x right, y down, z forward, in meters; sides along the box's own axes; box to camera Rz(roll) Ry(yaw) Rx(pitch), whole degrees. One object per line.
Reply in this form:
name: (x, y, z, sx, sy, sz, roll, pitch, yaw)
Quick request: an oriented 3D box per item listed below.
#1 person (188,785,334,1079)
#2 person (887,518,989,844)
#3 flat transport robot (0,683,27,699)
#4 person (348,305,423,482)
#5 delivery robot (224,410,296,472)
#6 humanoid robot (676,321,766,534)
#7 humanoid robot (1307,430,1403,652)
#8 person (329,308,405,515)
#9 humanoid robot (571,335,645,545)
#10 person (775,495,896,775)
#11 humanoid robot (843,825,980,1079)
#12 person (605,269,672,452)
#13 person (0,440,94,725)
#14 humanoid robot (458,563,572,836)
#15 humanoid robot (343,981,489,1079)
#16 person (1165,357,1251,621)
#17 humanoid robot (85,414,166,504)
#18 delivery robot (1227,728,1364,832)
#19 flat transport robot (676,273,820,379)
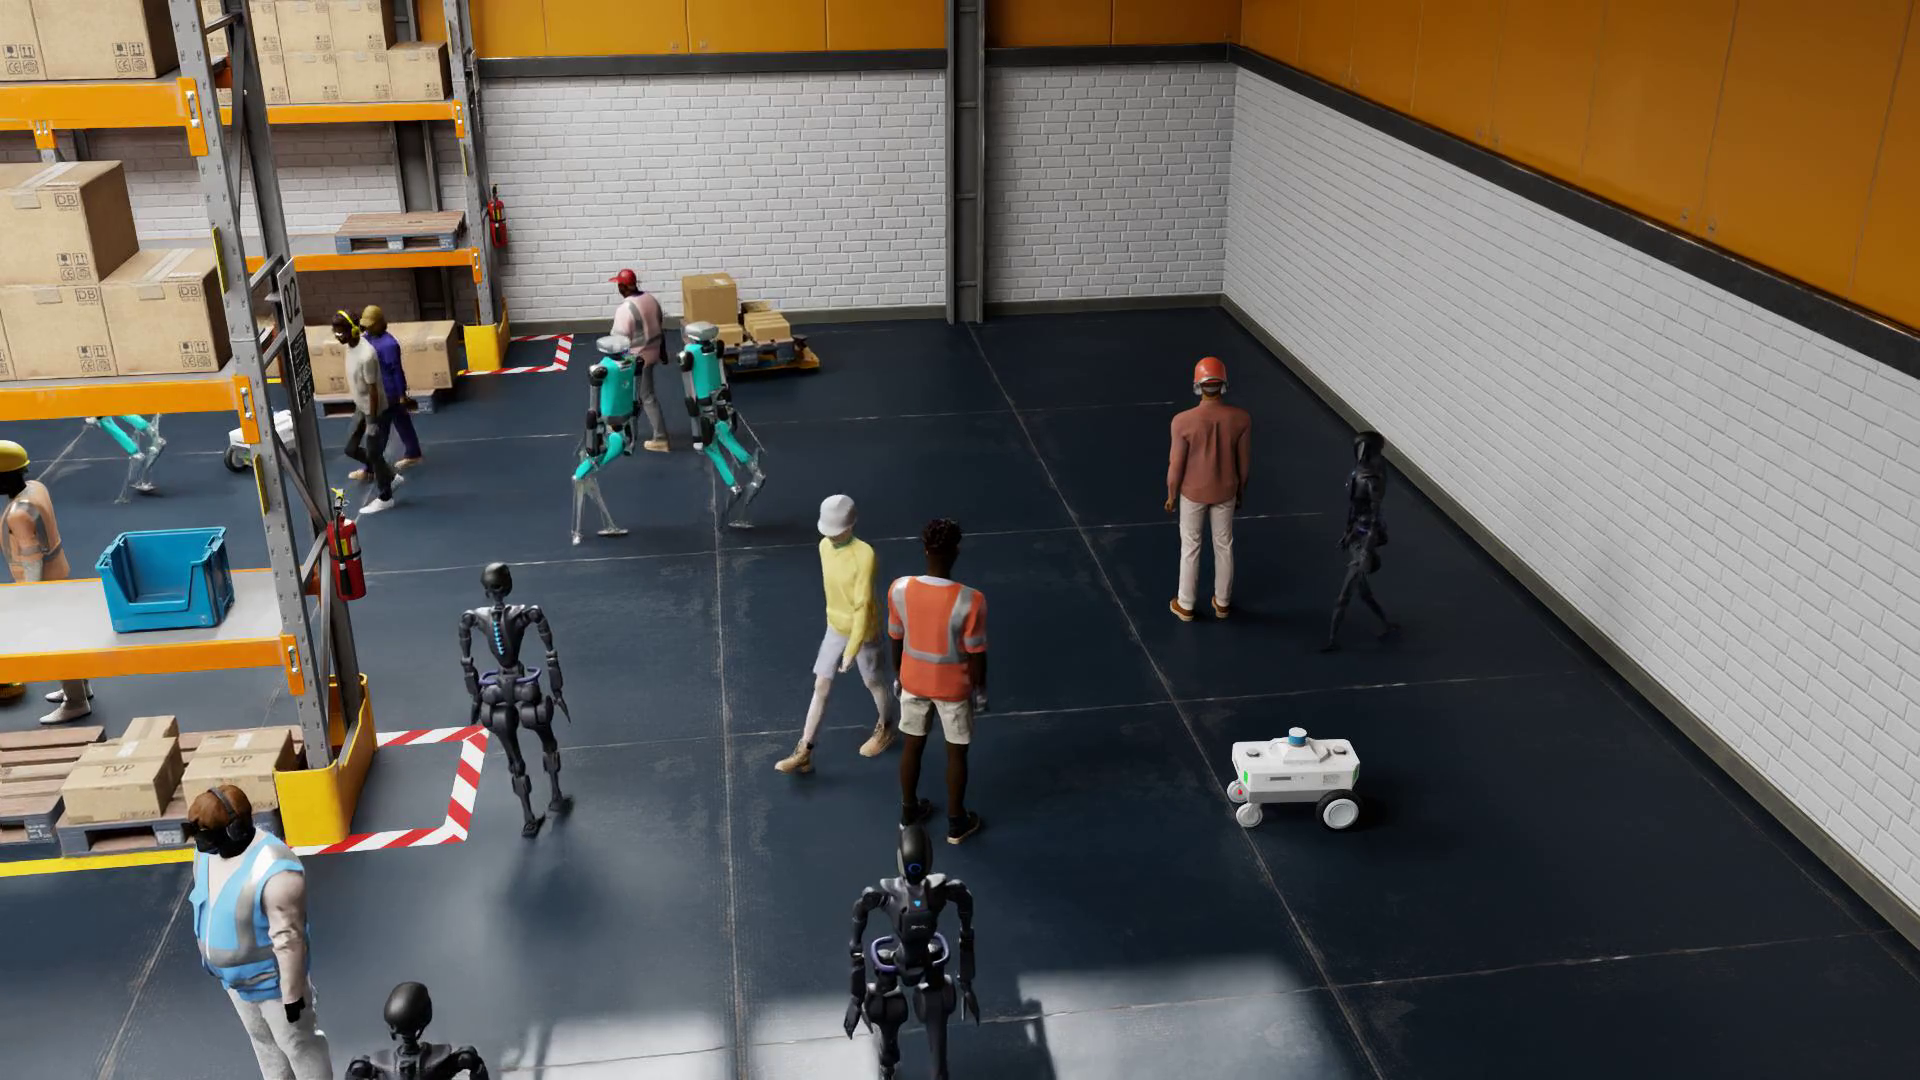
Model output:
person: (-3.034, 1.864, 7.205, 0.623, 1.839, 0.430, 15, 28, 30)
person: (-0.119, 0.799, 9.486, 0.602, 1.954, 0.389, 10, 26, 22)
flat transport robot: (-7.008, 0.818, 11.533, 0.659, 0.231, 1.431, -18, 29, -35)
person: (-5.198, -1.308, 14.734, 0.821, 1.584, 0.534, -20, 30, -37)
delivery robot: (-6.258, -0.910, 15.105, 0.522, 0.587, 0.749, 10, 26, 22)
humanoid robot: (-1.878, -0.855, 13.560, 0.747, 1.818, 0.530, 14, 27, 28)
humanoid robot: (2.839, 0.007, 11.692, 0.724, 1.633, 0.616, -1, 24, -2)
person: (-4.968, -1.068, 13.874, 0.429, 1.834, 0.590, -17, 29, -33)
humanoid robot: (-2.951, -0.821, 13.442, 0.811, 1.779, 0.593, 16, 29, 33)
person: (-0.720, 0.586, 10.120, 0.471, 1.835, 0.928, 17, 29, 33)
humanoid robot: (-0.211, 1.951, 7.260, 0.609, 1.620, 0.791, -5, 24, -11)
person: (-3.073, -1.669, 15.394, 0.874, 1.710, 0.643, 9, 25, 19)
person: (-5.947, 0.266, 10.727, 0.366, 1.928, 0.585, -7, 25, -17)
humanoid robot: (-2.552, 0.906, 9.590, 0.588, 1.648, 0.419, -1, 24, -3)
humanoid robot: (-1.988, 2.378, 6.223, 0.589, 1.644, 0.560, -4, 24, -8)
person: (1.791, -0.358, 12.081, 0.608, 1.985, 0.391, -3, 24, -8)
humanoid robot: (-7.143, -1.152, 14.199, 0.742, 1.792, 0.529, 4, 24, 10)
delivery robot: (2.006, 1.405, 9.864, 0.803, 0.614, 0.499, -1, 24, -3)
flat transport robot: (-2.285, -1.961, 17.864, 1.431, 0.231, 0.659, -8, 25, -17)
